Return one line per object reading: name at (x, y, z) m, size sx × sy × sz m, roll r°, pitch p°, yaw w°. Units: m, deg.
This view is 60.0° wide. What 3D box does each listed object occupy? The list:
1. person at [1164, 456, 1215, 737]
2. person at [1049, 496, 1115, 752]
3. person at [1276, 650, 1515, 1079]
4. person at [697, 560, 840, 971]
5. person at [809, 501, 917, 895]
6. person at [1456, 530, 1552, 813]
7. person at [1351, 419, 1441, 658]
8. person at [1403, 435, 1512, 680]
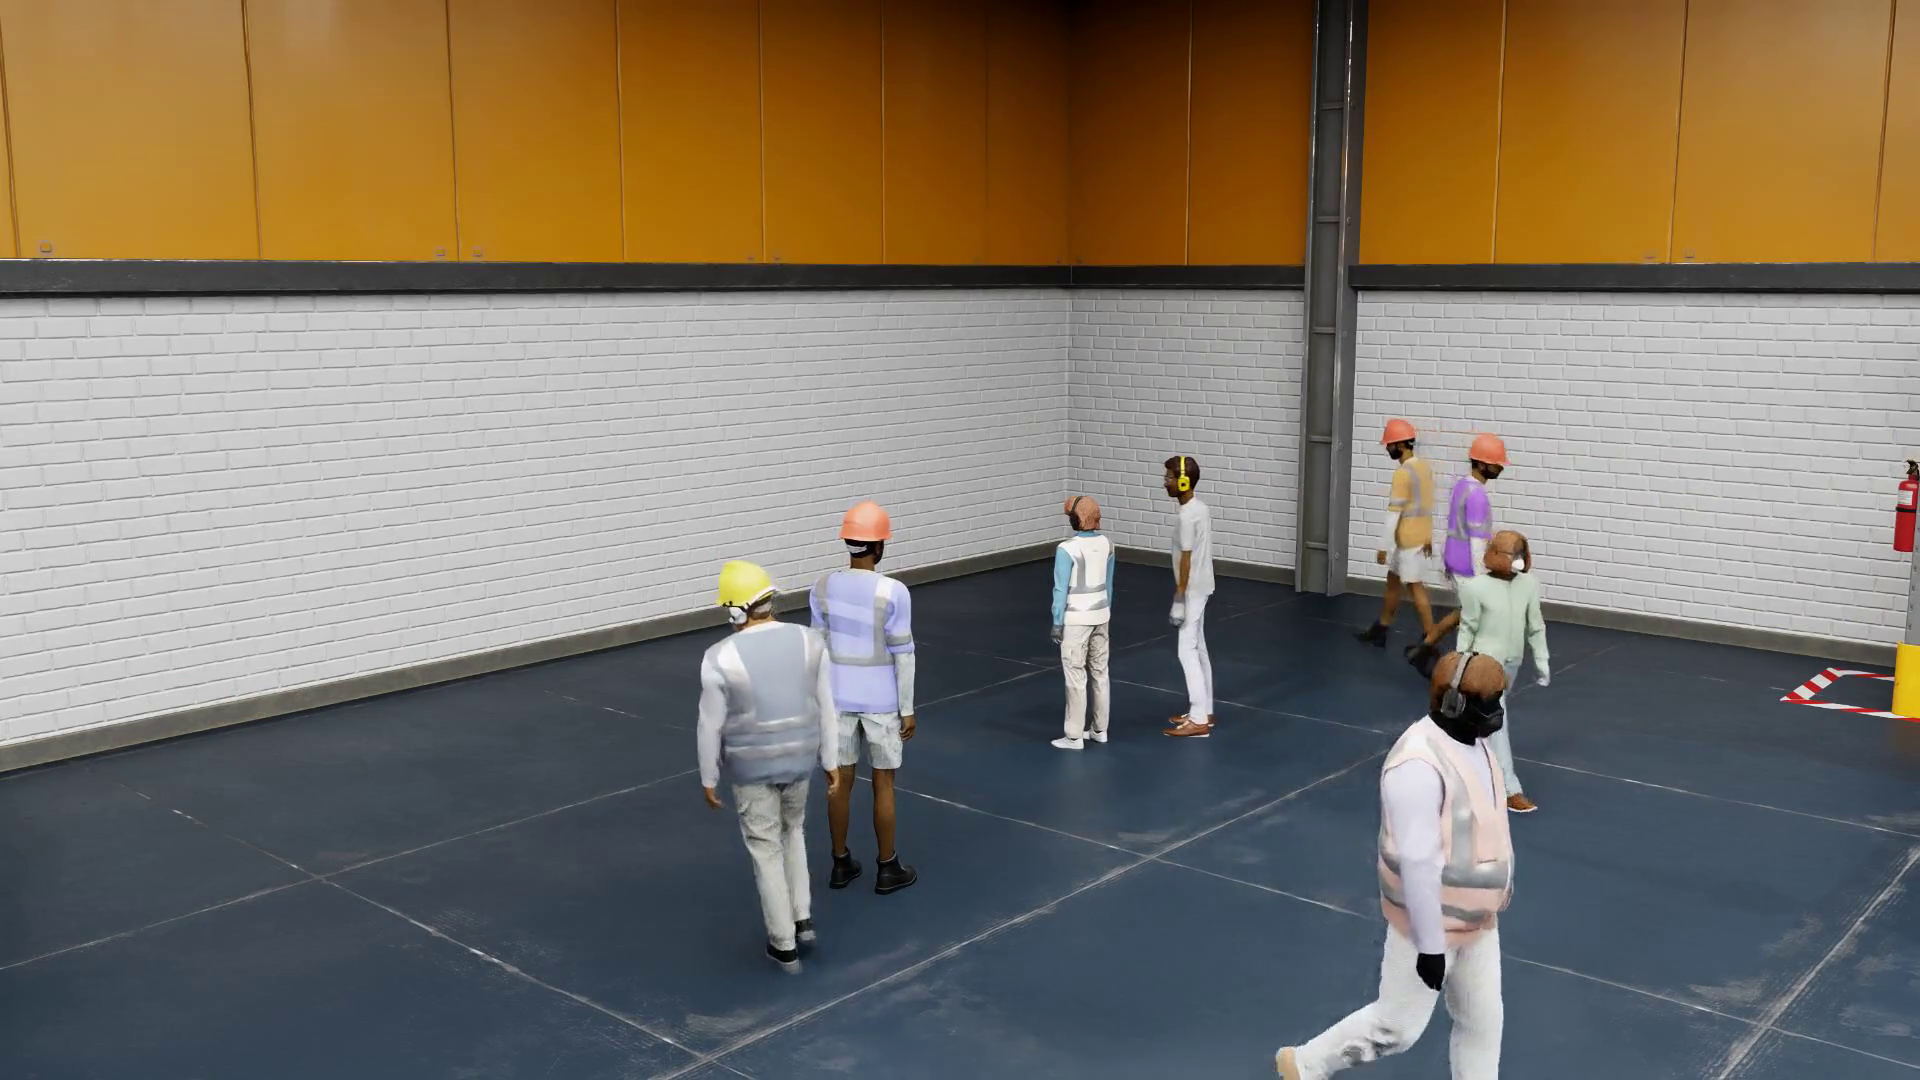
person at (1.512, 0.369, 11.000) m, size 0.351 × 1.855 × 0.510 m, roll 2°, pitch 9°, yaw 13°
person at (0.796, 0.531, 10.662) m, size 0.512 × 1.634 × 0.313 m, roll -9°, pitch 13°, yaw -43°
person at (1.545, 1.244, 5.633) m, size 0.840 × 1.818 × 0.622 m, roll 8°, pitch 12°, yaw 39°
person at (-0.862, 0.977, 7.310) m, size 0.618 × 1.804 × 0.537 m, roll -5°, pitch 10°, yaw -29°
person at (-0.462, 0.775, 8.174) m, size 0.545 × 1.938 × 0.362 m, roll 4°, pitch 10°, yaw 21°
person at (3.129, 0.721, 9.625) m, size 0.518 × 1.584 × 0.872 m, roll -4°, pitch 10°, yaw -23°
person at (3.463, -0.015, 13.269) m, size 0.907 × 1.891 × 0.567 m, roll 6°, pitch 11°, yaw 34°
person at (3.612, 0.183, 12.031) m, size 0.631 × 1.904 × 0.583 m, roll 1°, pitch 9°, yaw 6°
